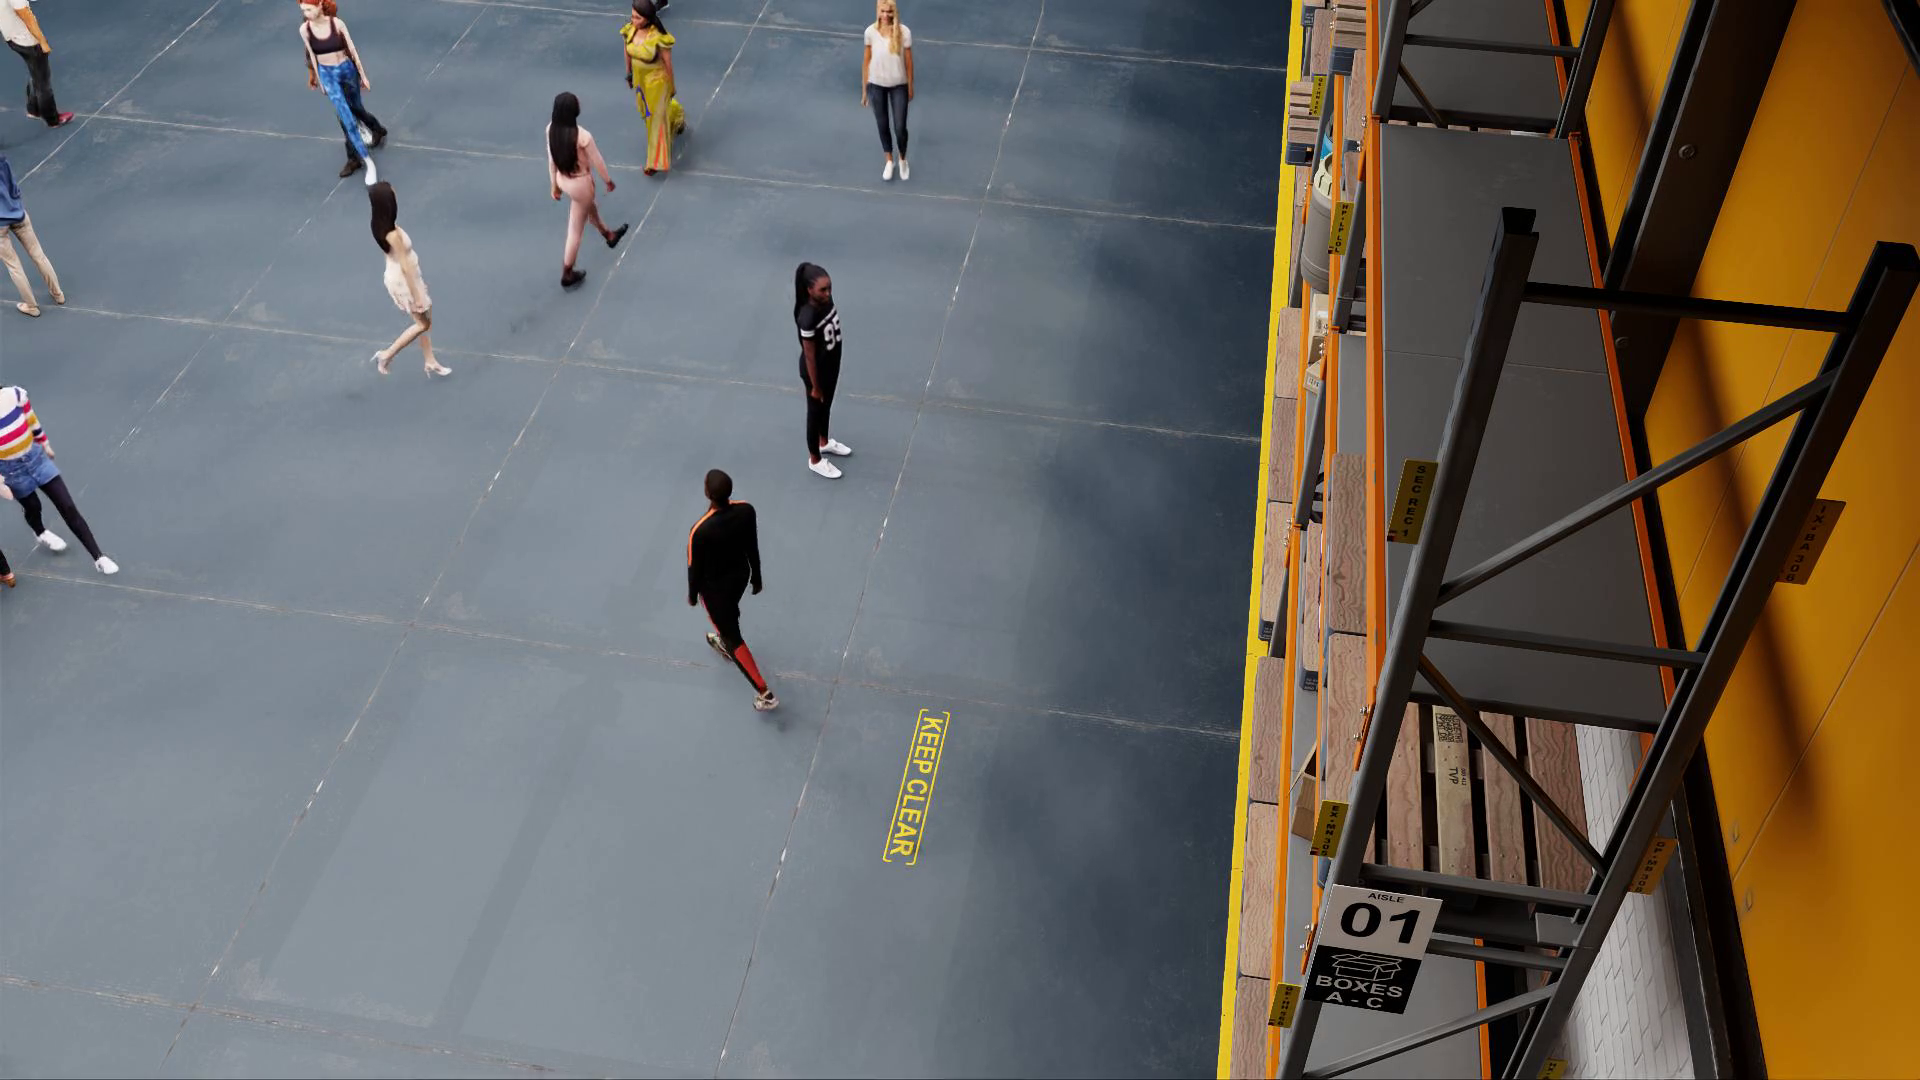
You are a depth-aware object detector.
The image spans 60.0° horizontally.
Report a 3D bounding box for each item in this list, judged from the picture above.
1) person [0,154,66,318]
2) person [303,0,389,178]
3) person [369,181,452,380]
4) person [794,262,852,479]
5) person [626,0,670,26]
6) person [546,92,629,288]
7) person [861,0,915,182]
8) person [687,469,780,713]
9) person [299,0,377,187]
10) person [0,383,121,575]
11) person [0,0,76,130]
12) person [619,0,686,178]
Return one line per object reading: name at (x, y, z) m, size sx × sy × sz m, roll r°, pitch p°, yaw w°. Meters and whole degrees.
person at (-7.797, -2.604, 13.572) m, size 0.762 × 1.702 × 0.658 m, roll 29°, pitch 51°, yaw 27°
person at (-5.675, -4.320, 15.327) m, size 0.876 × 1.756 × 1.090 m, roll 20°, pitch 47°, yaw 19°
person at (-4.379, -1.932, 12.852) m, size 0.915 × 1.712 × 0.874 m, roll -18°, pitch 47°, yaw -18°
person at (-1.018, -1.248, 12.120) m, size 0.692 × 1.732 × 0.540 m, roll 12°, pitch 45°, yaw 12°
person at (-3.269, -6.323, 17.458) m, size 0.863 × 1.716 × 1.095 m, roll 24°, pitch 48°, yaw 23°
person at (-3.246, -2.864, 13.854) m, size 0.954 × 1.679 × 1.201 m, roll 26°, pitch 49°, yaw 24°
person at (-0.636, -4.141, 15.106) m, size 0.605 × 1.800 × 0.577 m, roll 6°, pitch 44°, yaw 7°
person at (-1.418, 0.332, 10.430) m, size 1.168 × 1.775 × 1.123 m, roll -34°, pitch 53°, yaw -31°
person at (-5.670, -4.215, 15.234) m, size 1.030 × 1.742 × 1.268 m, roll -18°, pitch 46°, yaw -18°
person at (-6.425, -0.501, 11.321) m, size 1.026 × 1.753 × 1.167 m, roll 24°, pitch 49°, yaw 23°
person at (-8.912, -4.692, 15.694) m, size 0.782 × 1.798 × 0.802 m, roll 24°, pitch 49°, yaw 23°
person at (-2.796, -4.259, 15.363) m, size 0.901 × 1.627 × 1.226 m, roll 18°, pitch 46°, yaw 18°
